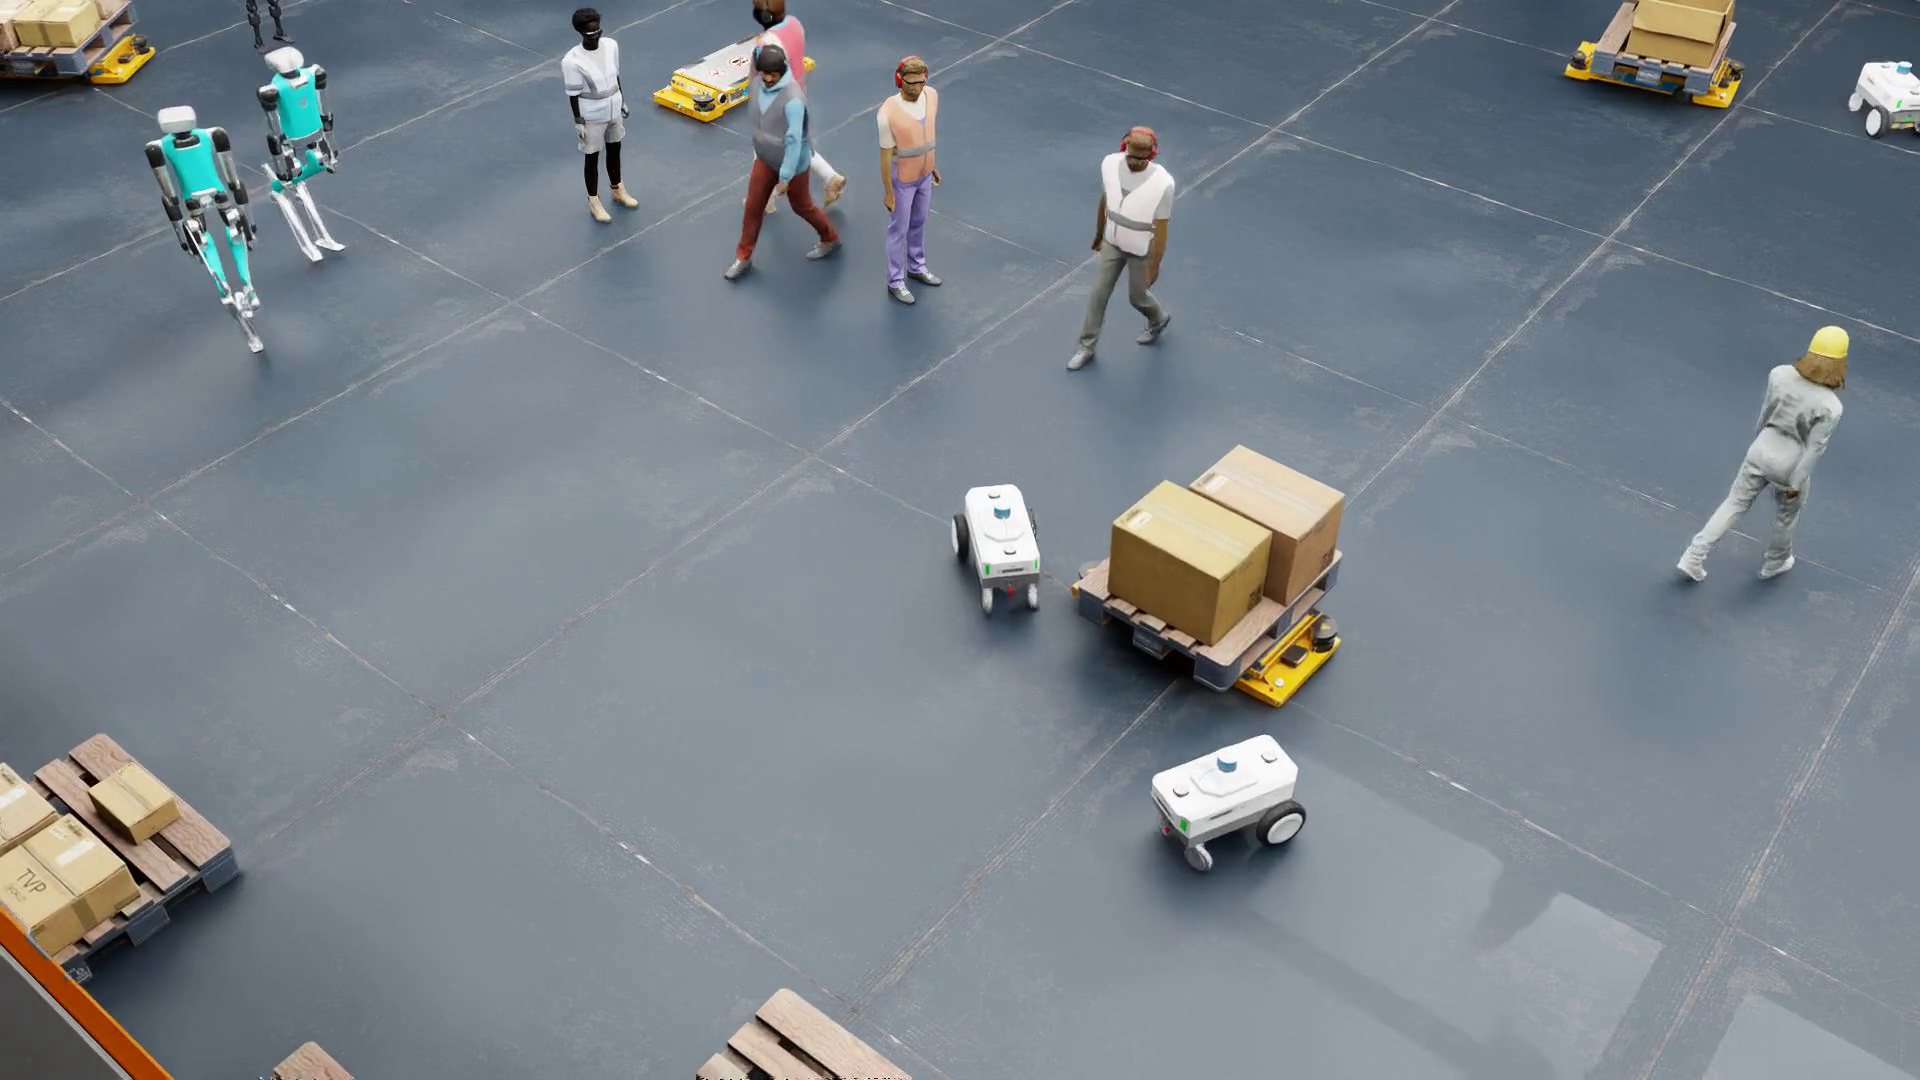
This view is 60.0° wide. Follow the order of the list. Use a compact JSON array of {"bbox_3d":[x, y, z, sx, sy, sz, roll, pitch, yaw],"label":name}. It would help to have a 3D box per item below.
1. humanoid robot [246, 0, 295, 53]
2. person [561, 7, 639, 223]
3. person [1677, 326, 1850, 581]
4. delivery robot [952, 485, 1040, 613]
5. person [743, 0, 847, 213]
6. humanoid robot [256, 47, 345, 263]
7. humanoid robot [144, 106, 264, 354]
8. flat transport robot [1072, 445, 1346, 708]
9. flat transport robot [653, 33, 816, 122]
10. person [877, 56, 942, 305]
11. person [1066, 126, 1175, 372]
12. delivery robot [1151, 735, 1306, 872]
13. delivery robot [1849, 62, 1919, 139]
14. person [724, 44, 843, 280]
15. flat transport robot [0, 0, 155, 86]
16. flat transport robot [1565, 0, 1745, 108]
[{"bbox_3d":[-6.484,-5.335,15.260,0.323,1.653,0.609,27,47,28],"label":"humanoid robot"},{"bbox_3d":[-2.781,-3.296,12.852,0.317,1.694,0.539,27,47,28],"label":"person"},{"bbox_3d":[4.639,-0.440,9.487,0.741,1.700,0.477,-23,45,-25],"label":"person"},{"bbox_3d":[0.242,0.002,9.853,0.499,0.591,0.768,-6,41,-7],"label":"delivery robot"},{"bbox_3d":[-1.331,-3.358,12.839,0.762,1.819,0.634,12,42,14],"label":"person"},{"bbox_3d":[-4.921,-2.845,12.247,0.777,1.719,0.537,25,46,27],"label":"humanoid robot"},{"bbox_3d":[-5.029,-2.034,11.323,0.530,1.721,0.975,-20,44,-22],"label":"humanoid robot"},{"bbox_3d":[1.412,0.409,9.597,1.431,0.231,0.659,29,48,30],"label":"flat transport robot"},{"bbox_3d":[-2.024,-4.187,15.003,0.659,0.231,1.431,27,47,28],"label":"flat transport robot"},{"bbox_3d":[-0.369,-2.602,11.923,0.372,1.840,0.568,27,47,28],"label":"person"},{"bbox_3d":[1.153,-2.011,11.265,0.638,1.799,0.817,28,48,29],"label":"person"},{"bbox_3d":[1.338,1.274,8.350,0.754,0.582,0.509,-17,43,-19],"label":"delivery robot"},{"bbox_3d":[8.059,-3.818,14.352,0.499,0.600,0.802,-2,40,-2],"label":"delivery robot"},{"bbox_3d":[-1.305,-2.789,12.161,0.545,1.826,0.901,29,48,30],"label":"person"},{"bbox_3d":[-8.253,-4.435,15.295,1.431,0.231,0.659,3,40,3],"label":"flat transport robot"},{"bbox_3d":[6.305,-4.264,15.093,1.431,0.231,0.659,20,44,22],"label":"flat transport robot"}]
